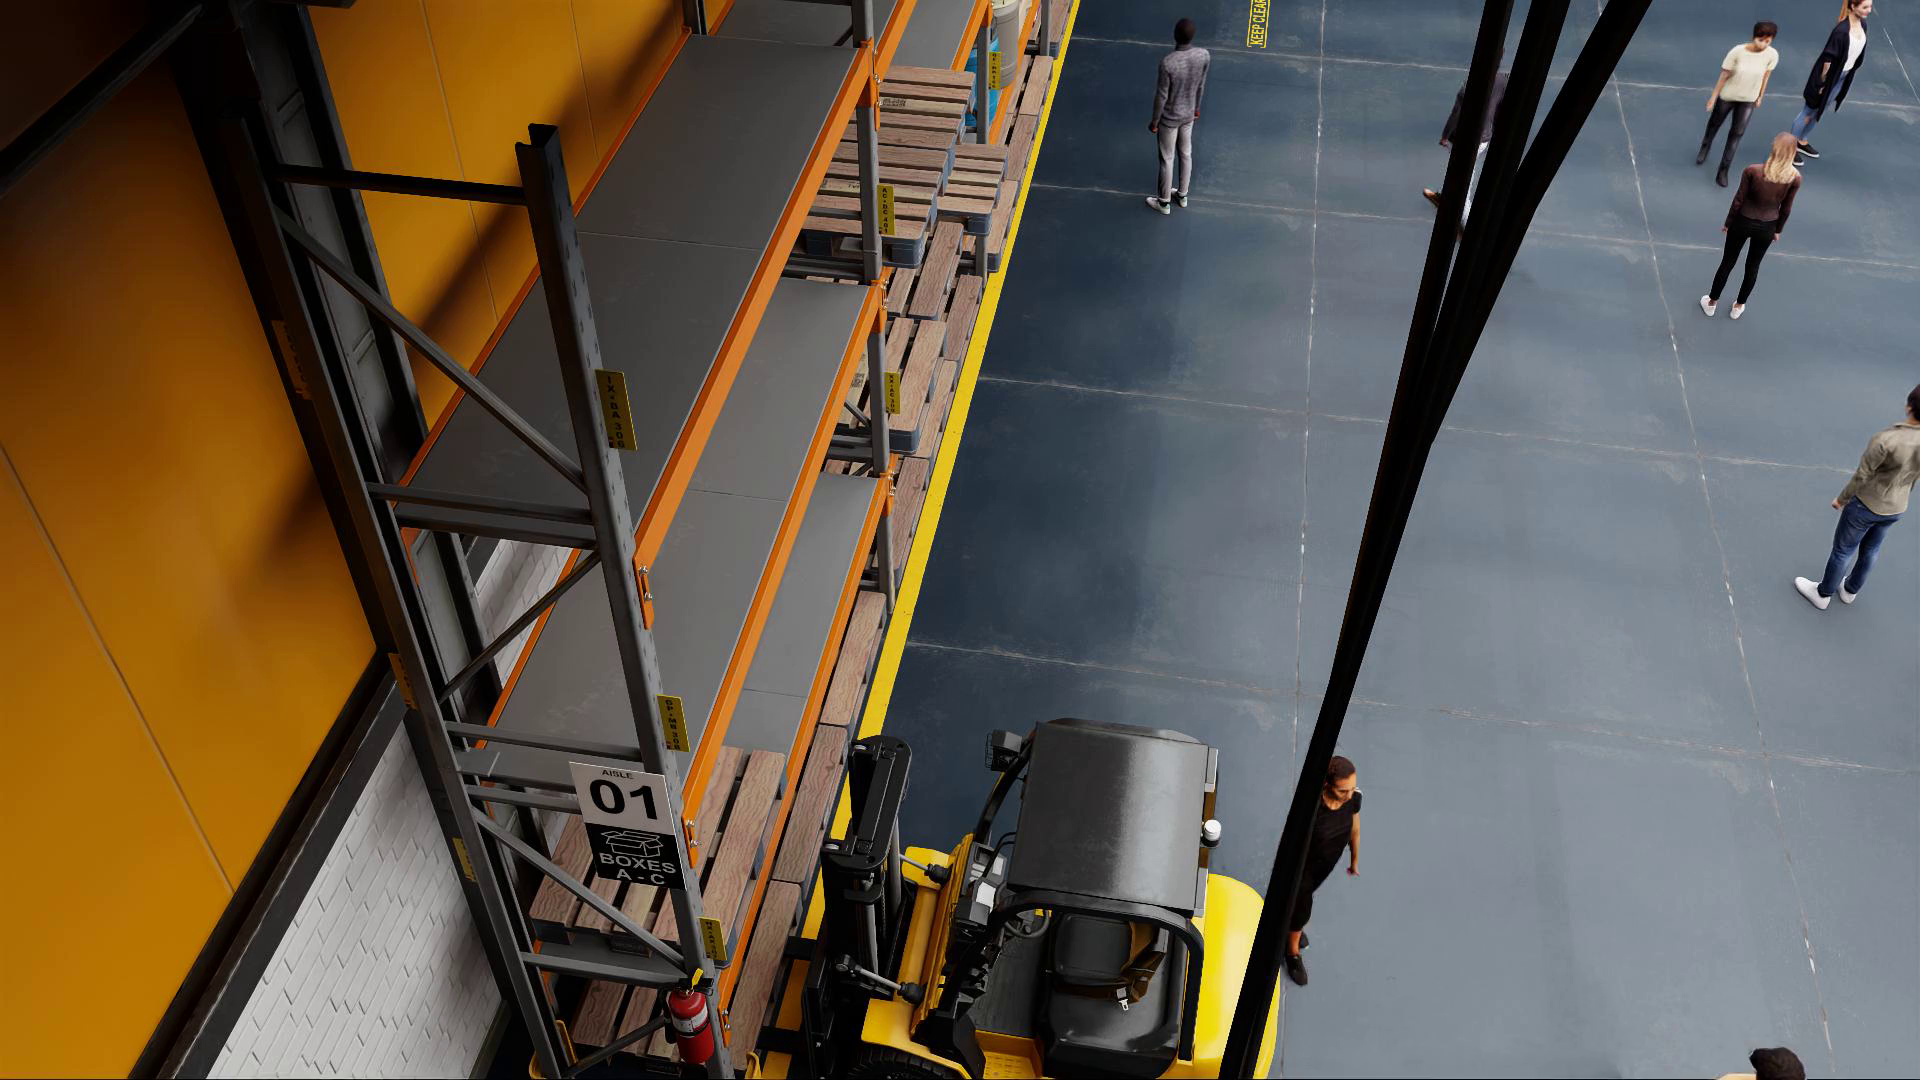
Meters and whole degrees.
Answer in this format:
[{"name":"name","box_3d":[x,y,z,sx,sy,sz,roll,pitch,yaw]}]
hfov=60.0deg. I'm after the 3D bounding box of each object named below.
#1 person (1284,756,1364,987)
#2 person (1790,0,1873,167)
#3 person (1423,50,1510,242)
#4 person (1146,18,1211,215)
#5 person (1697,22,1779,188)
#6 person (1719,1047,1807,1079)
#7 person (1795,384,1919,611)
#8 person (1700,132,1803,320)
[{"name":"person","box_3d":[1.911,1.698,9.228,0.772,1.655,0.845,-17,46,-17]},{"name":"person","box_3d":[8.129,-4.342,15.549,0.719,1.683,0.767,-23,48,-23]},{"name":"person","box_3d":[4.490,-3.440,14.518,1.045,1.799,1.163,-19,47,-19]},{"name":"person","box_3d":[1.937,-3.786,14.853,0.755,1.838,0.785,-22,48,-21]},{"name":"person","box_3d":[7.186,-4.116,15.410,0.689,1.547,0.979,12,45,13]},{"name":"person","box_3d":[3.705,2.847,8.037,0.660,1.637,0.928,1,44,1]},{"name":"person","box_3d":[6.146,-0.262,11.131,0.779,1.869,0.734,-8,44,-8]},{"name":"person","box_3d":[6.526,-2.576,13.681,0.630,1.703,0.538,12,45,13]}]
